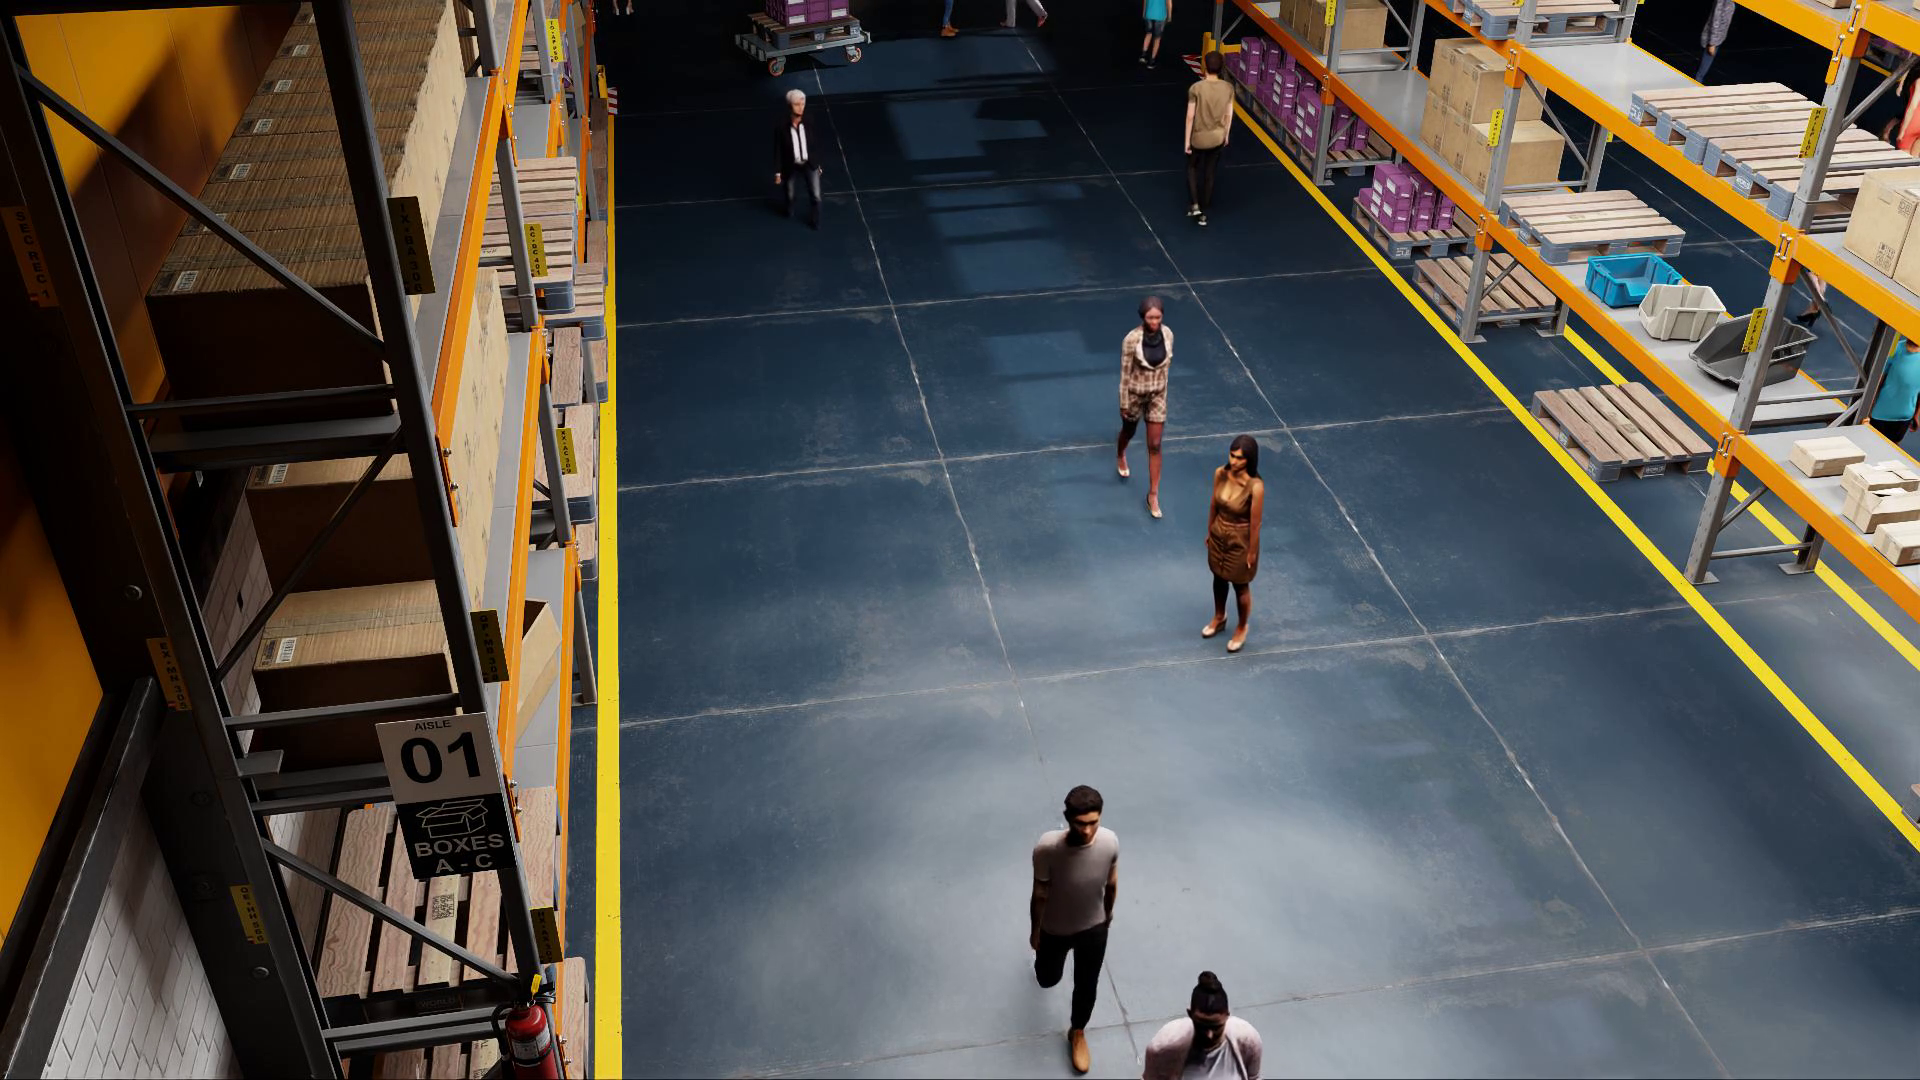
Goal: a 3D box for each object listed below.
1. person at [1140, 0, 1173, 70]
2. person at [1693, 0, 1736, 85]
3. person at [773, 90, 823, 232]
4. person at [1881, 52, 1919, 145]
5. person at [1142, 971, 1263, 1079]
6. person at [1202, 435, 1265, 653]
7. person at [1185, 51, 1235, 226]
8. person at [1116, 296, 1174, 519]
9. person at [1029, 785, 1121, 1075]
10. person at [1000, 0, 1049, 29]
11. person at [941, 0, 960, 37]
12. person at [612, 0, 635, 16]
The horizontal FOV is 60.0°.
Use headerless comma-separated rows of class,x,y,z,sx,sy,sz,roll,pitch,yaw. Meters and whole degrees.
person,2.566,-6.949,22.006,0.644,1.437,0.697,16,37,23
person,9.346,-6.227,20.653,0.746,1.732,0.672,19,38,26
person,-1.683,-3.955,17.631,0.770,1.742,0.823,-3,34,-5
person,11.108,-5.285,19.374,0.639,1.580,1.091,-2,34,-4
person,1.072,2.522,7.489,0.735,1.735,0.816,-1,34,-2
person,1.862,0.017,11.303,0.705,1.684,0.611,-27,42,-34
person,2.611,-4.184,17.483,0.696,1.839,0.677,-2,34,-2
person,1.388,-1.113,12.949,0.629,1.743,1.092,-7,34,-10
person,0.558,1.884,8.474,0.649,1.706,0.937,-4,34,-5
person,0.914,-8.051,23.379,1.081,1.753,1.028,19,38,26
person,-0.152,-7.719,23.333,0.621,1.250,0.527,9,35,13
person,-4.991,-8.497,24.052,0.605,1.751,0.525,-3,34,-5
